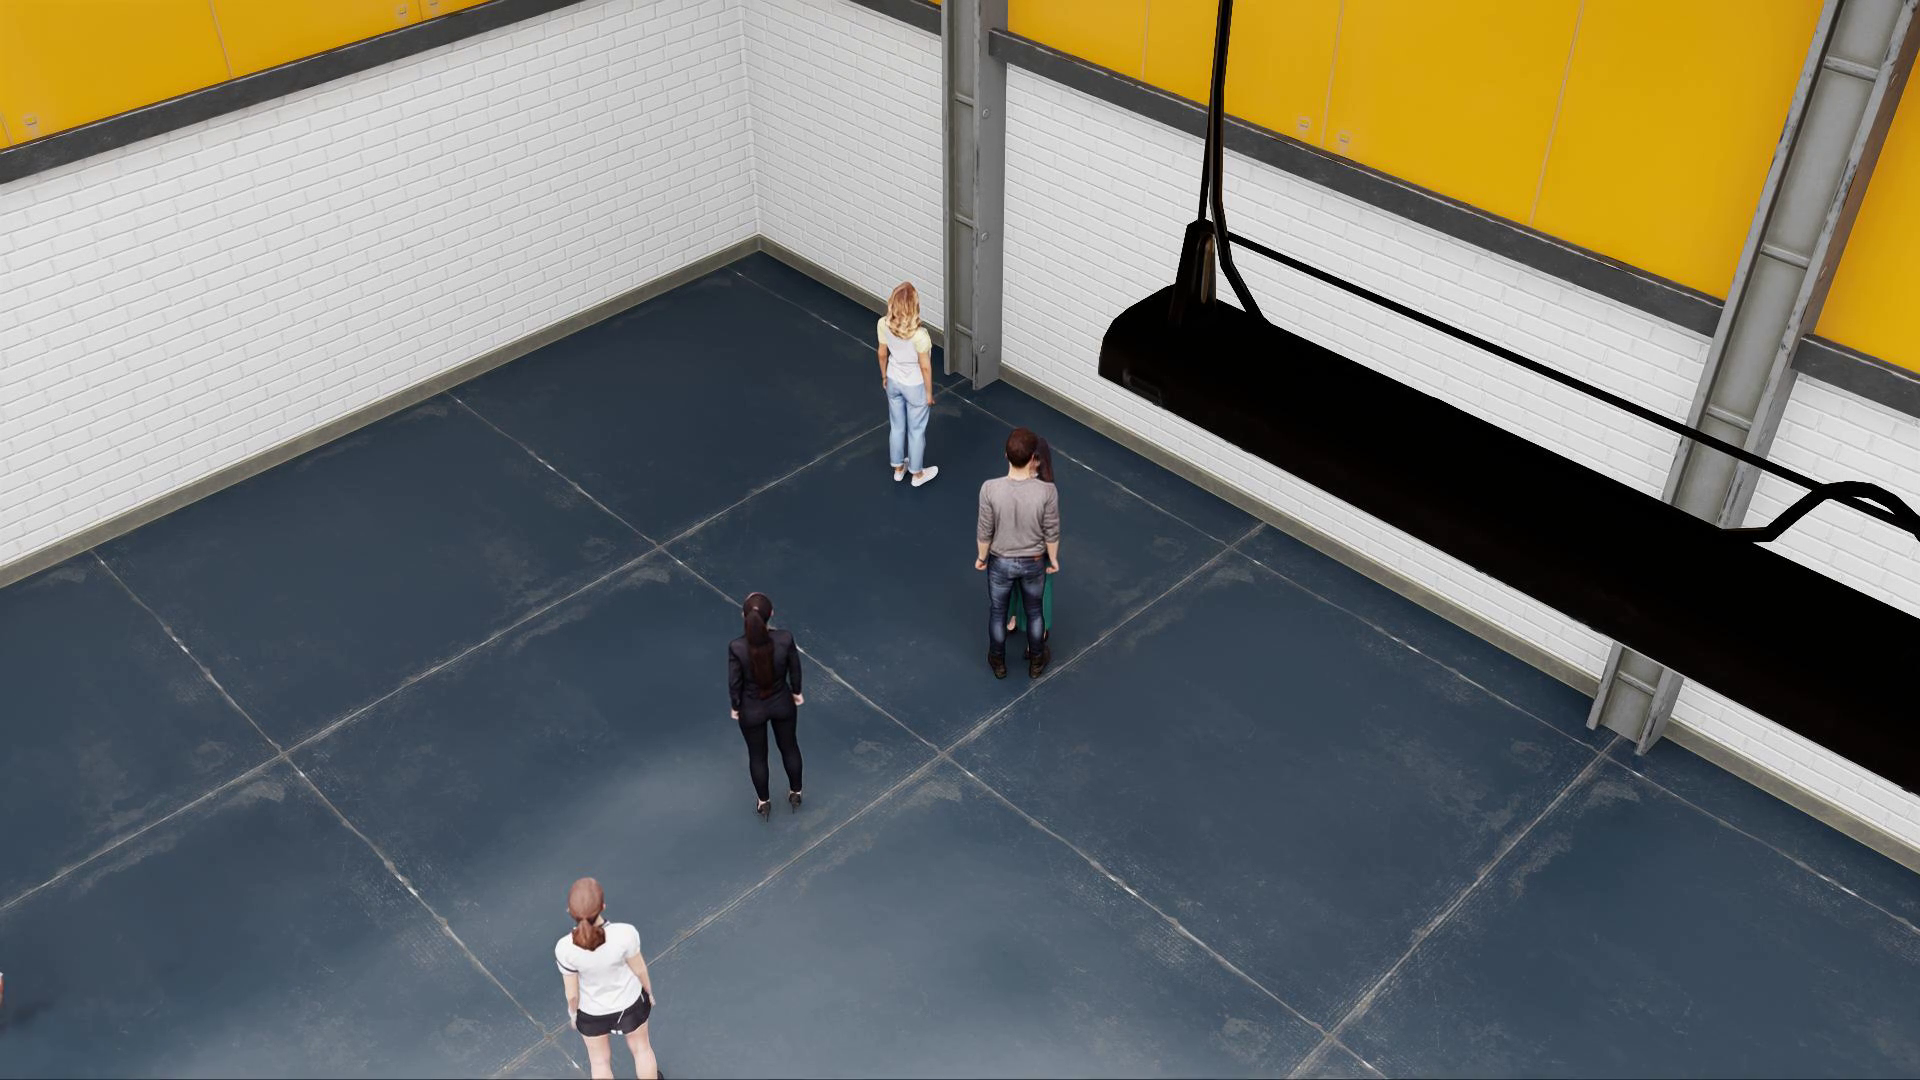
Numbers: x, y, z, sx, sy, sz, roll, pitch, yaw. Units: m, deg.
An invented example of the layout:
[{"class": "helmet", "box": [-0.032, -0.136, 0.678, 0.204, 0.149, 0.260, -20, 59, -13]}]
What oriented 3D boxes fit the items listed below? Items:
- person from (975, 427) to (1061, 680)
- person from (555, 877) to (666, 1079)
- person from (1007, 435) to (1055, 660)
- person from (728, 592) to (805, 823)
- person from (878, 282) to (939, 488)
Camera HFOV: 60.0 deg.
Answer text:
[{"class": "person", "box": [0.367, 0.120, 10.741, 0.754, 1.903, 0.823, 1, 39, 1]}, {"class": "person", "box": [-1.719, 2.277, 8.160, 0.663, 1.752, 0.687, -12, 40, -14]}, {"class": "person", "box": [0.459, 0.031, 10.983, 0.721, 1.740, 0.540, -20, 43, -23]}, {"class": "person", "box": [-1.138, 0.981, 9.815, 0.646, 1.711, 0.633, -11, 40, -14]}, {"class": "person", "box": [-0.396, -1.160, 12.488, 0.571, 1.723, 0.736, 20, 43, 24]}]
